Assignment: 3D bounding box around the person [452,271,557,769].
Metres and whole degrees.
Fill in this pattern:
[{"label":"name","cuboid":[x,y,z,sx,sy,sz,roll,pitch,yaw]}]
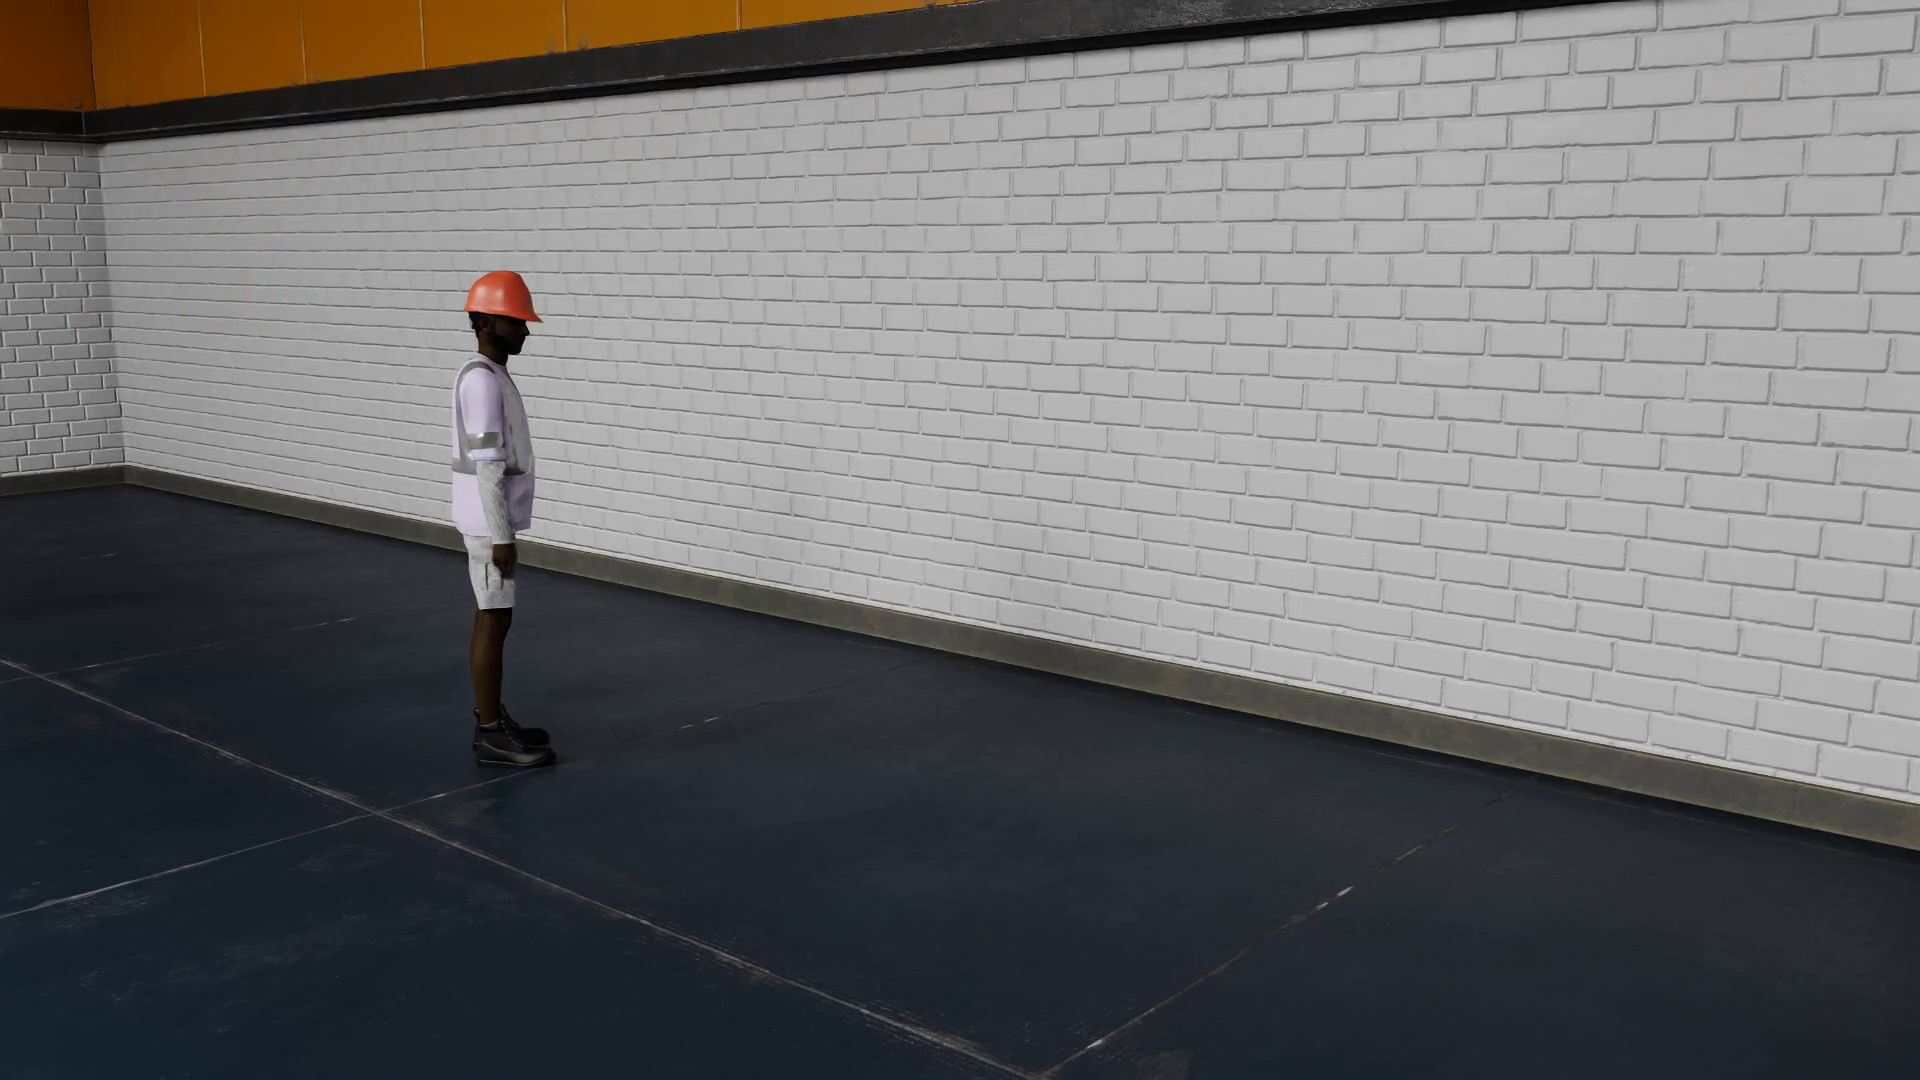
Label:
[{"label":"person","cuboid":[-1.795,-0.077,6.529,0.376,1.933,0.545,-3,10,-14]}]
